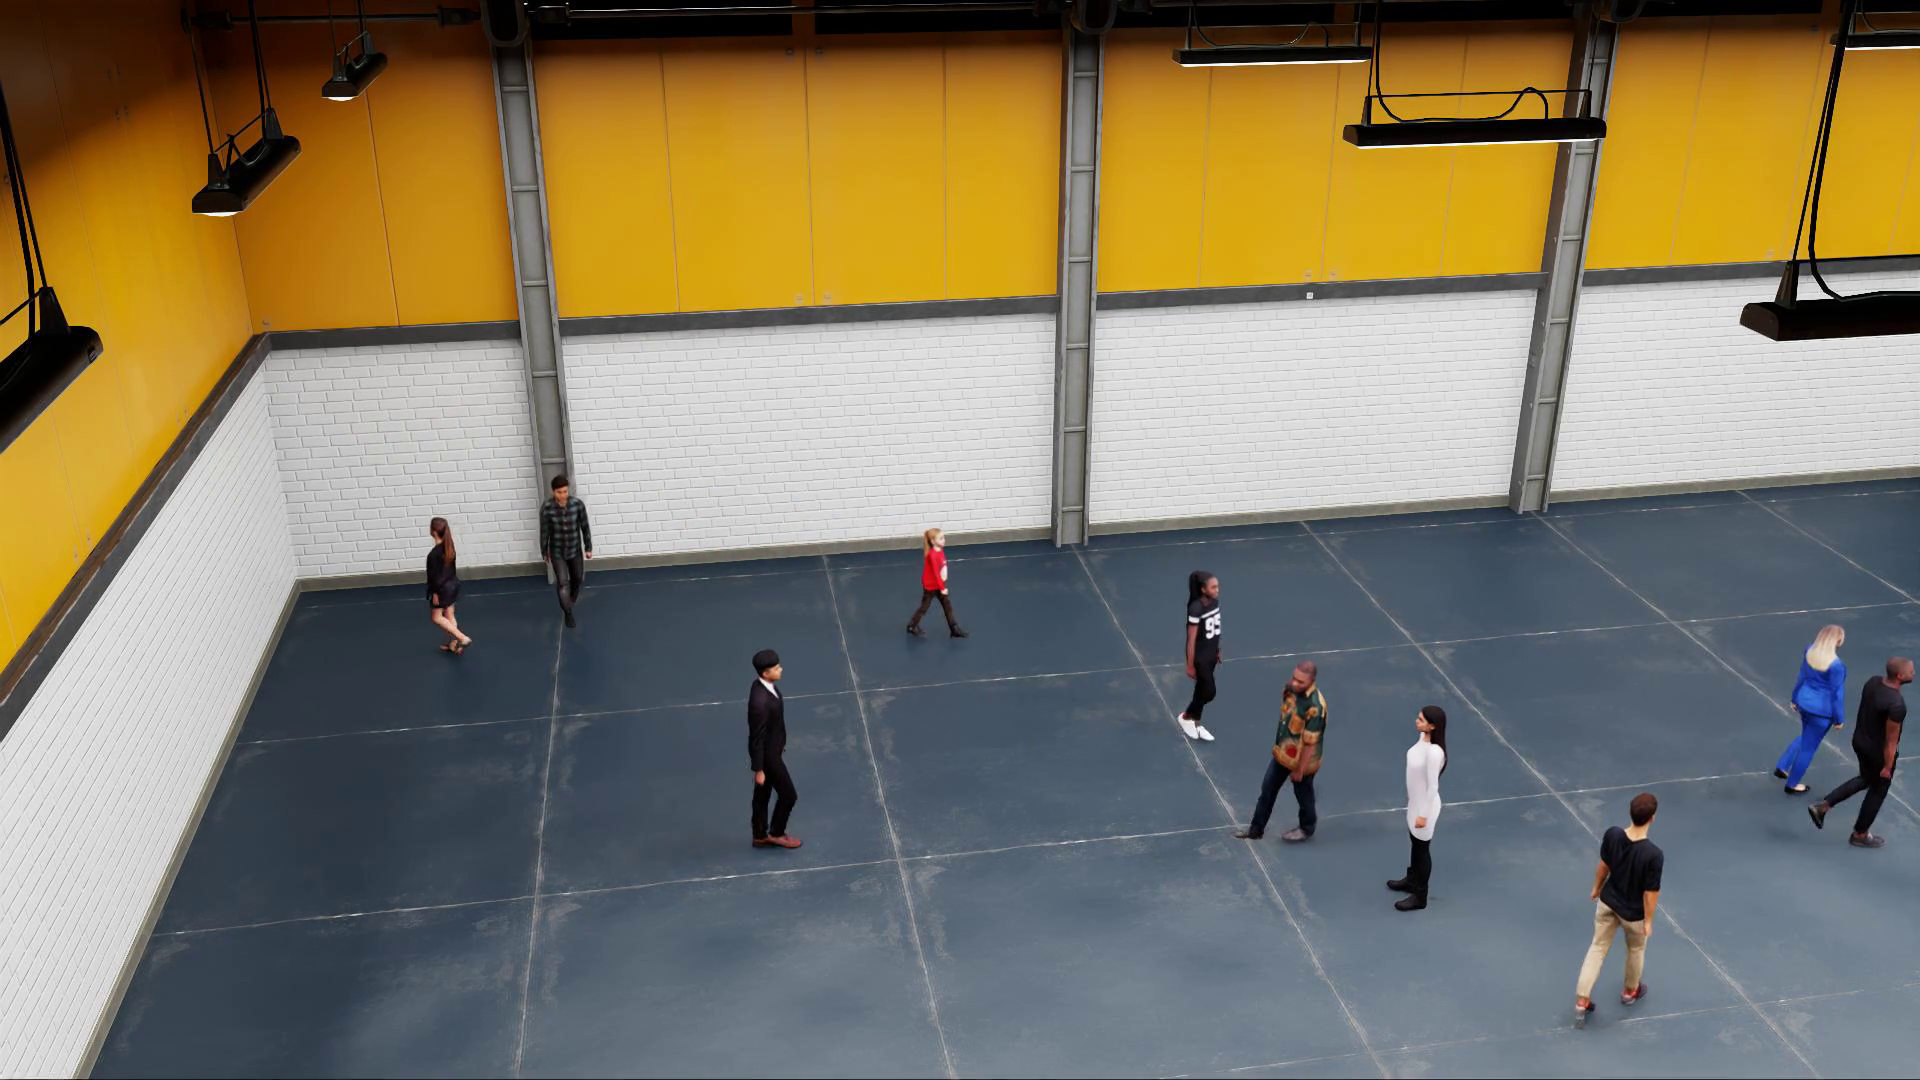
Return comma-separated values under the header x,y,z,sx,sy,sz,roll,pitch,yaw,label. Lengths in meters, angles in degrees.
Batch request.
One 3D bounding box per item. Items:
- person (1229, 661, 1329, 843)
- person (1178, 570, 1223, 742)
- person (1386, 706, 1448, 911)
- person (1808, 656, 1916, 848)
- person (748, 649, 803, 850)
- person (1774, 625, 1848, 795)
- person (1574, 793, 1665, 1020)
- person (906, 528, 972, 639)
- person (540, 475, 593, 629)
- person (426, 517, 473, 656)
x,y,z,sx,sy,sz,roll,pitch,yaw,label
2.920,1.794,13.985,1.056,1.775,0.799,-8,25,-17,person
2.211,1.082,15.677,0.819,1.724,0.758,17,29,33,person
3.690,2.113,13.216,0.609,1.807,0.656,2,24,4,person
7.605,1.778,13.987,0.969,1.804,0.792,1,24,3,person
-1.706,1.769,13.925,0.696,1.870,0.760,-1,24,-3,person
7.481,1.524,14.711,0.567,1.689,0.625,-4,24,-9,person
4.713,2.663,11.931,1.123,1.828,0.970,-19,30,-37,person
-0.328,0.485,17.634,0.976,1.252,0.779,8,25,17,person
-4.191,0.051,17.651,0.993,1.681,0.855,-8,25,-18,person
-5.274,0.506,17.222,0.795,1.542,0.711,8,25,19,person
